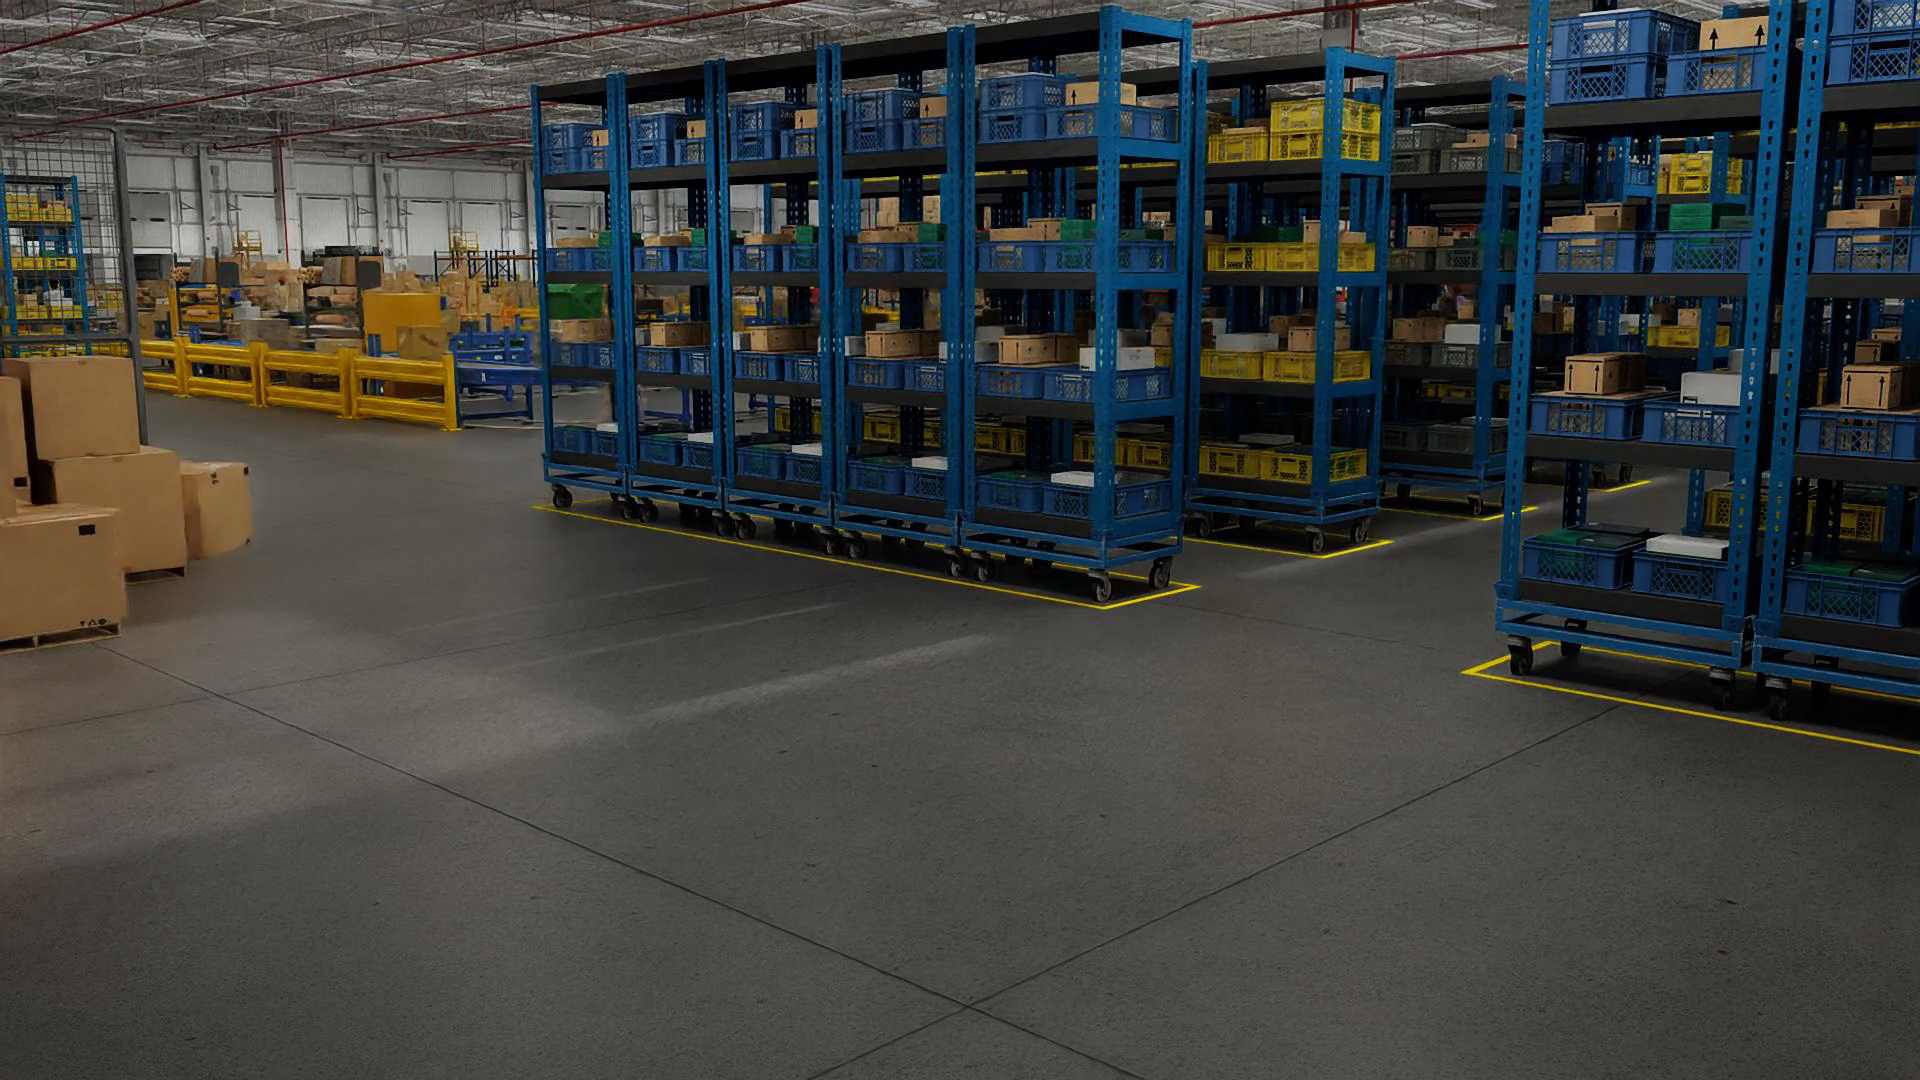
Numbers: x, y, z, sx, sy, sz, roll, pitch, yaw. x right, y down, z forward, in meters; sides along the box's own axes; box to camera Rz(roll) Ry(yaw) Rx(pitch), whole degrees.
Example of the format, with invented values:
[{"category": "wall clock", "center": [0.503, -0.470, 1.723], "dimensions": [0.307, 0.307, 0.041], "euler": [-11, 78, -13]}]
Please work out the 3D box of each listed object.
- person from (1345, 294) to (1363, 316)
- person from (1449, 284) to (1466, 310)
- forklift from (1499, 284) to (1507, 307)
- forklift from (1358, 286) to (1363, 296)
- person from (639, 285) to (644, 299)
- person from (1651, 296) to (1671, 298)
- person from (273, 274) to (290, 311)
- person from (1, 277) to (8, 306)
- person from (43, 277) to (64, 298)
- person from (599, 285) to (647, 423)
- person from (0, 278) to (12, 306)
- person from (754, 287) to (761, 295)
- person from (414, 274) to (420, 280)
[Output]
[{"category": "person", "center": [5.204, -2.273, 21.294], "dimensions": [0.622, 1.775, 0.915], "euler": [-7, 11, -35]}, {"category": "person", "center": [9.215, -3.862, 30.809], "dimensions": [0.388, 1.839, 0.563], "euler": [4, 10, 22]}, {"category": "forklift", "center": [15.028, -6.895, 46.220], "dimensions": [1.873, 2.768, 1.129], "euler": [9, 13, 43]}, {"category": "forklift", "center": [11.100, -7.017, 46.970], "dimensions": [1.873, 2.768, 1.129], "euler": [9, 13, 43]}, {"category": "person", "center": [-17.849, -14.088, 93.269], "dimensions": [0.596, 1.915, 0.654], "euler": [-4, 10, -23]}, {"category": "person", "center": [15.751, -4.921, 37.463], "dimensions": [0.882, 1.798, 0.592], "euler": [-9, 13, -44]}, {"category": "person", "center": [-22.176, -7.724, 54.337], "dimensions": [0.968, 1.899, 0.544], "euler": [7, 12, 36]}, {"category": "person", "center": [-45.717, -11.881, 79.686], "dimensions": [0.376, 1.934, 0.547], "euler": [3, 10, 20]}, {"category": "person", "center": [-20.978, -5.153, 38.640], "dimensions": [0.520, 1.869, 0.327], "euler": [-4, 10, -25]}, {"category": "person", "center": [-3.630, -1.866, 18.161], "dimensions": [0.754, 1.964, 0.629], "euler": [-6, 11, -33]}, {"category": "person", "center": [-41.508, -10.565, 72.386], "dimensions": [0.414, 1.688, 0.539], "euler": [7, 11, 36]}, {"category": "person", "center": [-9.034, -10.837, 73.352], "dimensions": [0.743, 1.911, 0.555], "euler": [2, 10, 14]}, {"category": "person", "center": [-28.136, -12.891, 86.178], "dimensions": [0.659, 1.832, 0.736], "euler": [2, 10, 13]}]
